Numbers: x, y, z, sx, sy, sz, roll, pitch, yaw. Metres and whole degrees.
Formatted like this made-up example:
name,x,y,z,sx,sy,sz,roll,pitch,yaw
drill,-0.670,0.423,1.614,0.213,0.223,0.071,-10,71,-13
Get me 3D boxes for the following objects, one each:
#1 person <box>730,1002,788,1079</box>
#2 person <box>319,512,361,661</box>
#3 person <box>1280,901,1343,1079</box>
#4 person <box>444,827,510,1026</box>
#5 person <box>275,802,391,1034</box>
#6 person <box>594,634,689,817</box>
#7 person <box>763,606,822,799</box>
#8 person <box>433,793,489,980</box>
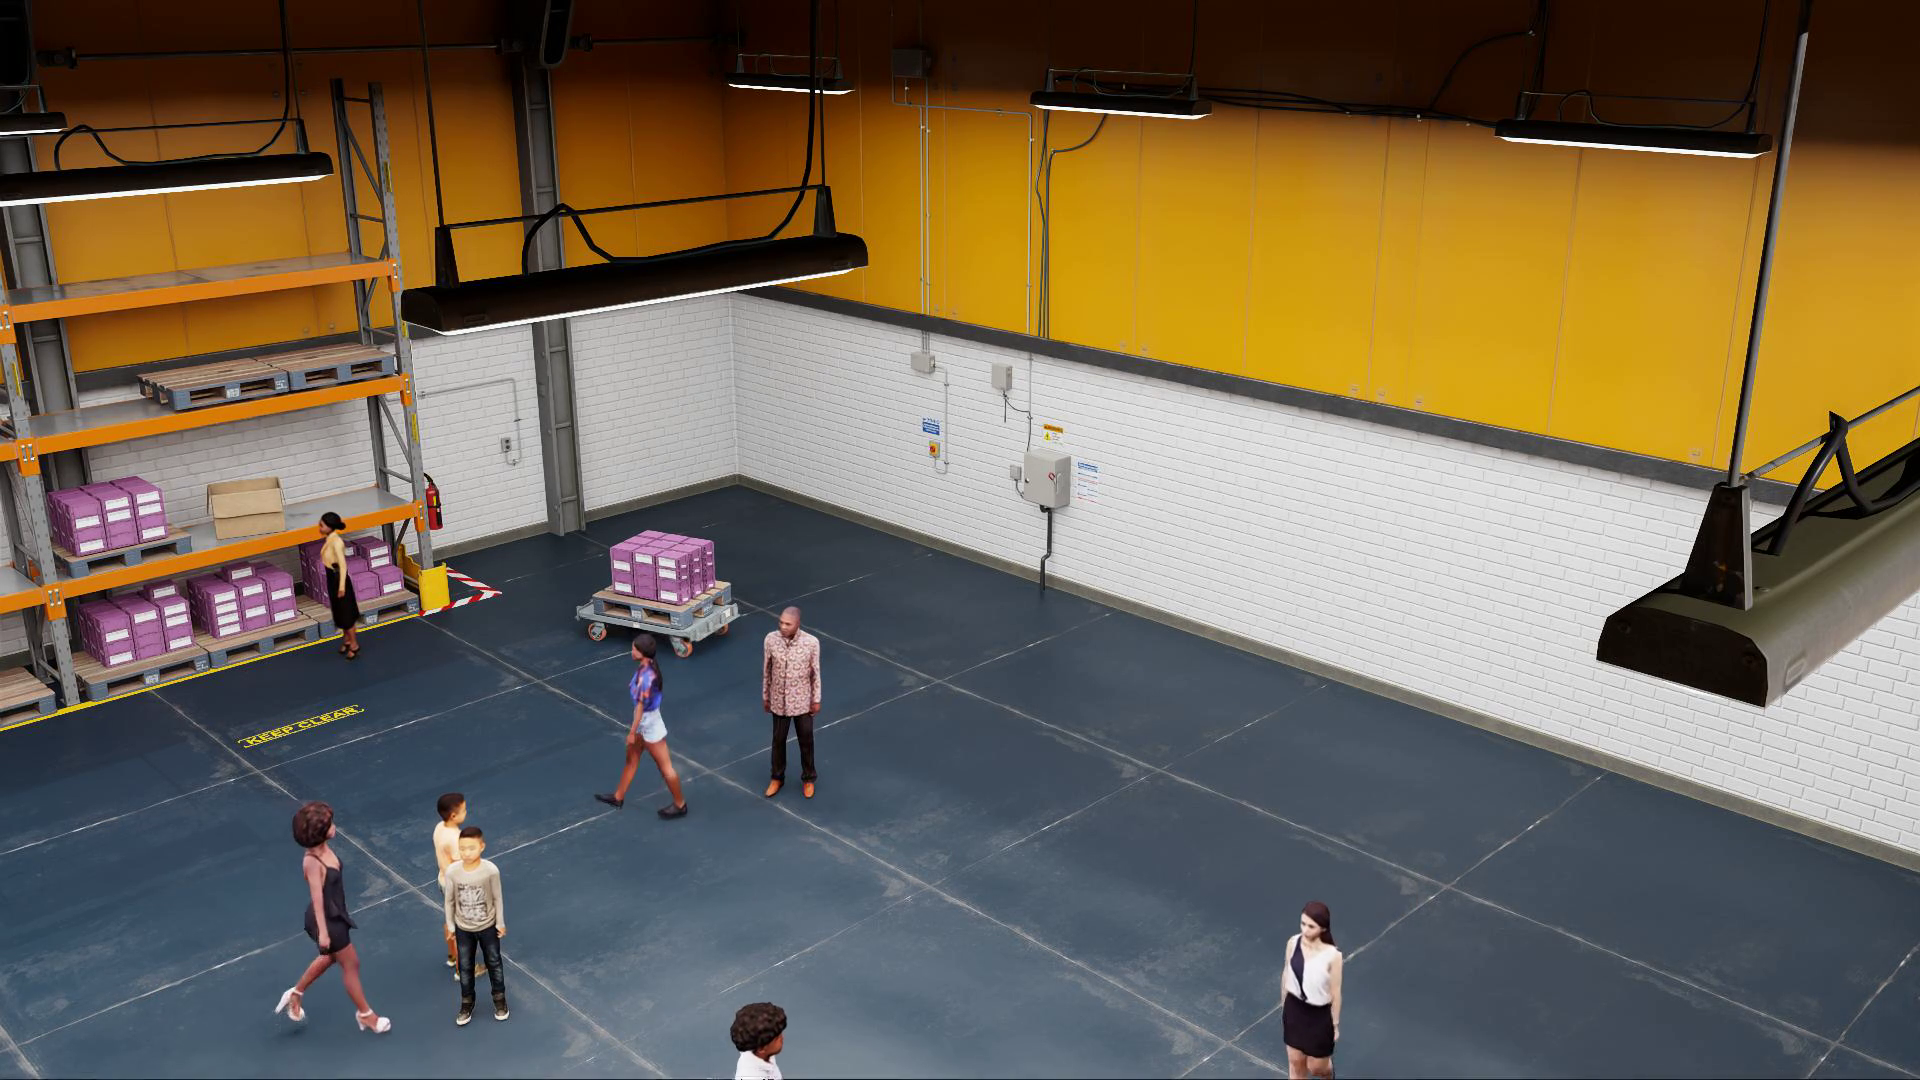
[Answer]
name,x,y,z,sx,sy,sz,roll,pitch,yaw
person,-1.168,3.378,9.195,1.130,1.791,1.018,-2,19,-7
person,-6.715,0.490,17.985,0.594,1.654,0.619,-12,22,-32
person,2.257,3.003,10.546,0.626,1.638,0.776,13,23,34
person,-3.409,2.695,11.733,0.607,1.465,0.696,-3,19,-10
person,-4.413,2.636,11.436,1.071,1.765,0.902,-4,19,-13
person,-2.604,1.641,14.474,1.125,1.712,0.984,-2,19,-7
person,-1.511,1.425,14.965,0.777,1.809,0.812,2,19,6
person,-3.721,2.529,12.233,0.521,1.459,0.551,-14,23,-36
